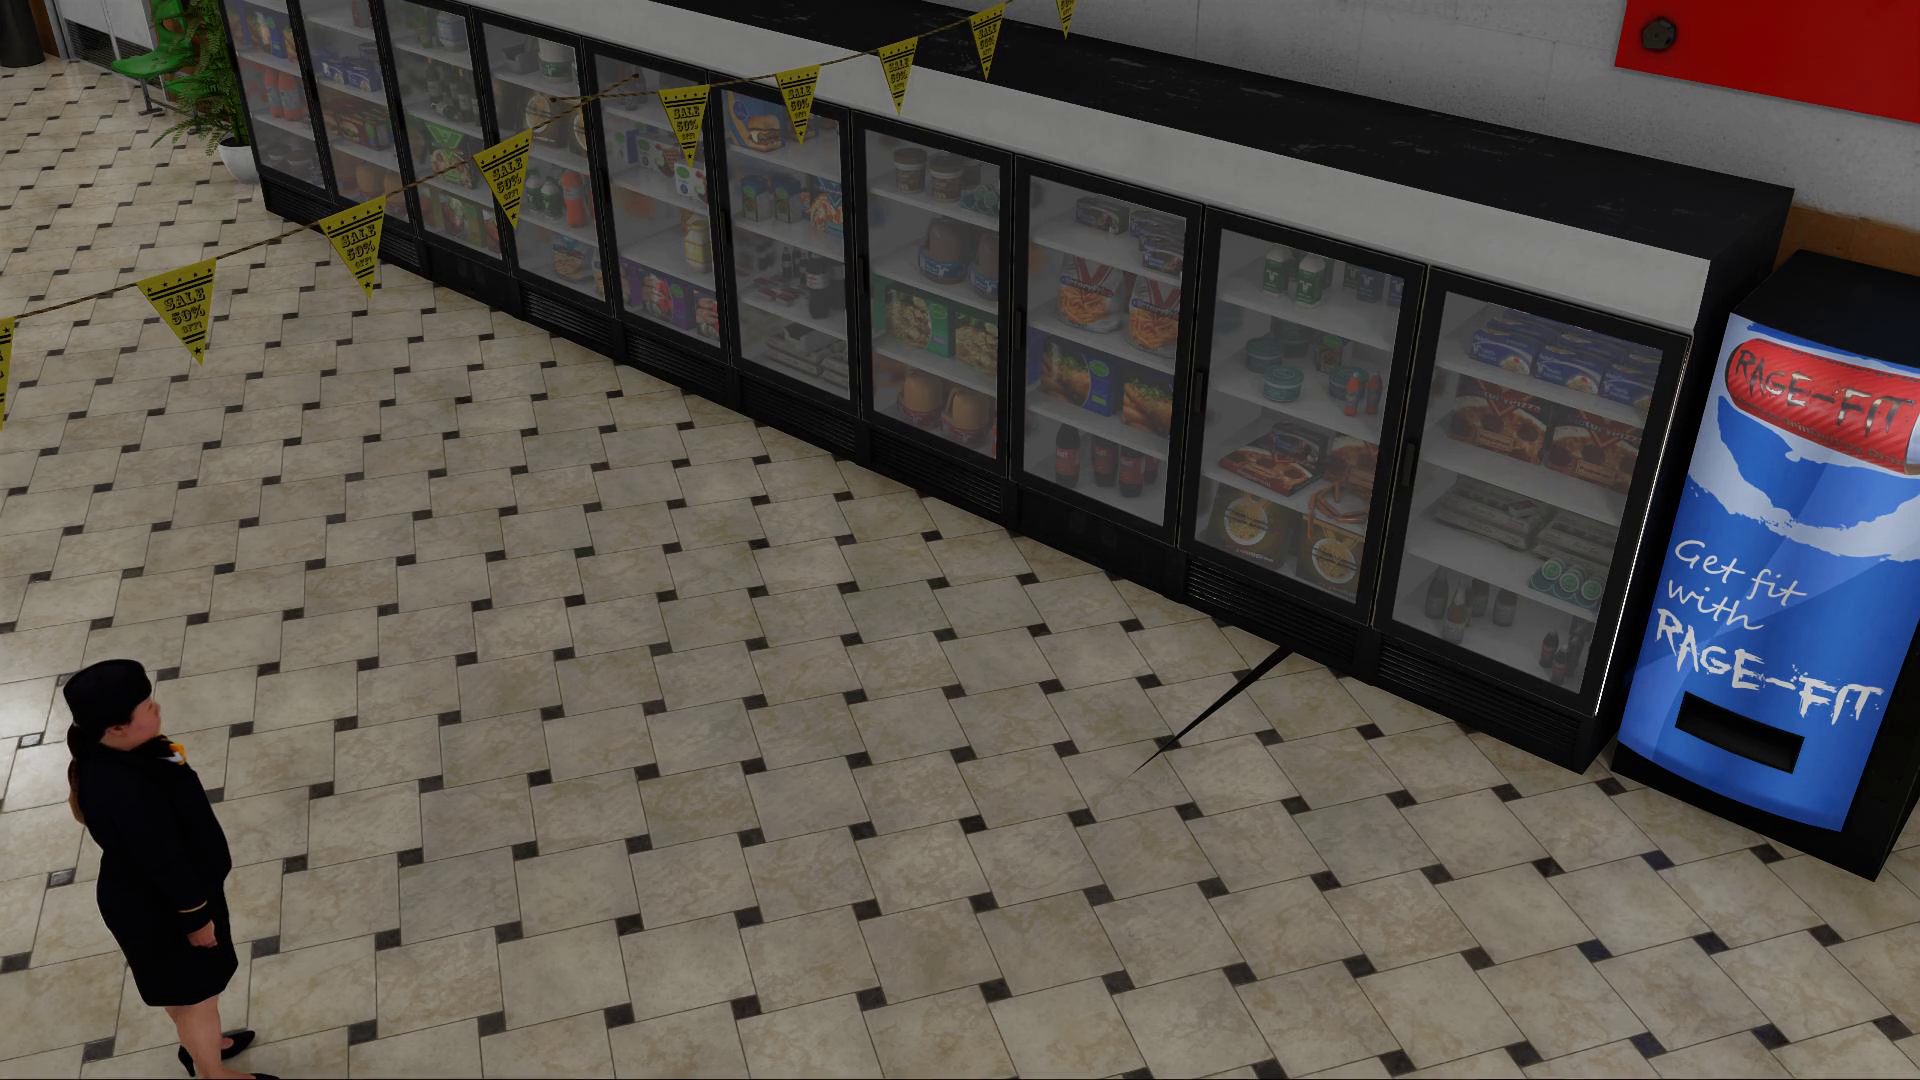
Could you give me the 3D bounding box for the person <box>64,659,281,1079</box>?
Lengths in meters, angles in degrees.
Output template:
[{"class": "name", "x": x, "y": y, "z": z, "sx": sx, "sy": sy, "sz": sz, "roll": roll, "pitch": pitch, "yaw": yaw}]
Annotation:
[{"class": "person", "x": -2.474, "y": 1.095, "z": 5.175, "sx": 0.709, "sy": 1.671, "sz": 0.760, "roll": -21, "pitch": 38, "yaw": -30}]
